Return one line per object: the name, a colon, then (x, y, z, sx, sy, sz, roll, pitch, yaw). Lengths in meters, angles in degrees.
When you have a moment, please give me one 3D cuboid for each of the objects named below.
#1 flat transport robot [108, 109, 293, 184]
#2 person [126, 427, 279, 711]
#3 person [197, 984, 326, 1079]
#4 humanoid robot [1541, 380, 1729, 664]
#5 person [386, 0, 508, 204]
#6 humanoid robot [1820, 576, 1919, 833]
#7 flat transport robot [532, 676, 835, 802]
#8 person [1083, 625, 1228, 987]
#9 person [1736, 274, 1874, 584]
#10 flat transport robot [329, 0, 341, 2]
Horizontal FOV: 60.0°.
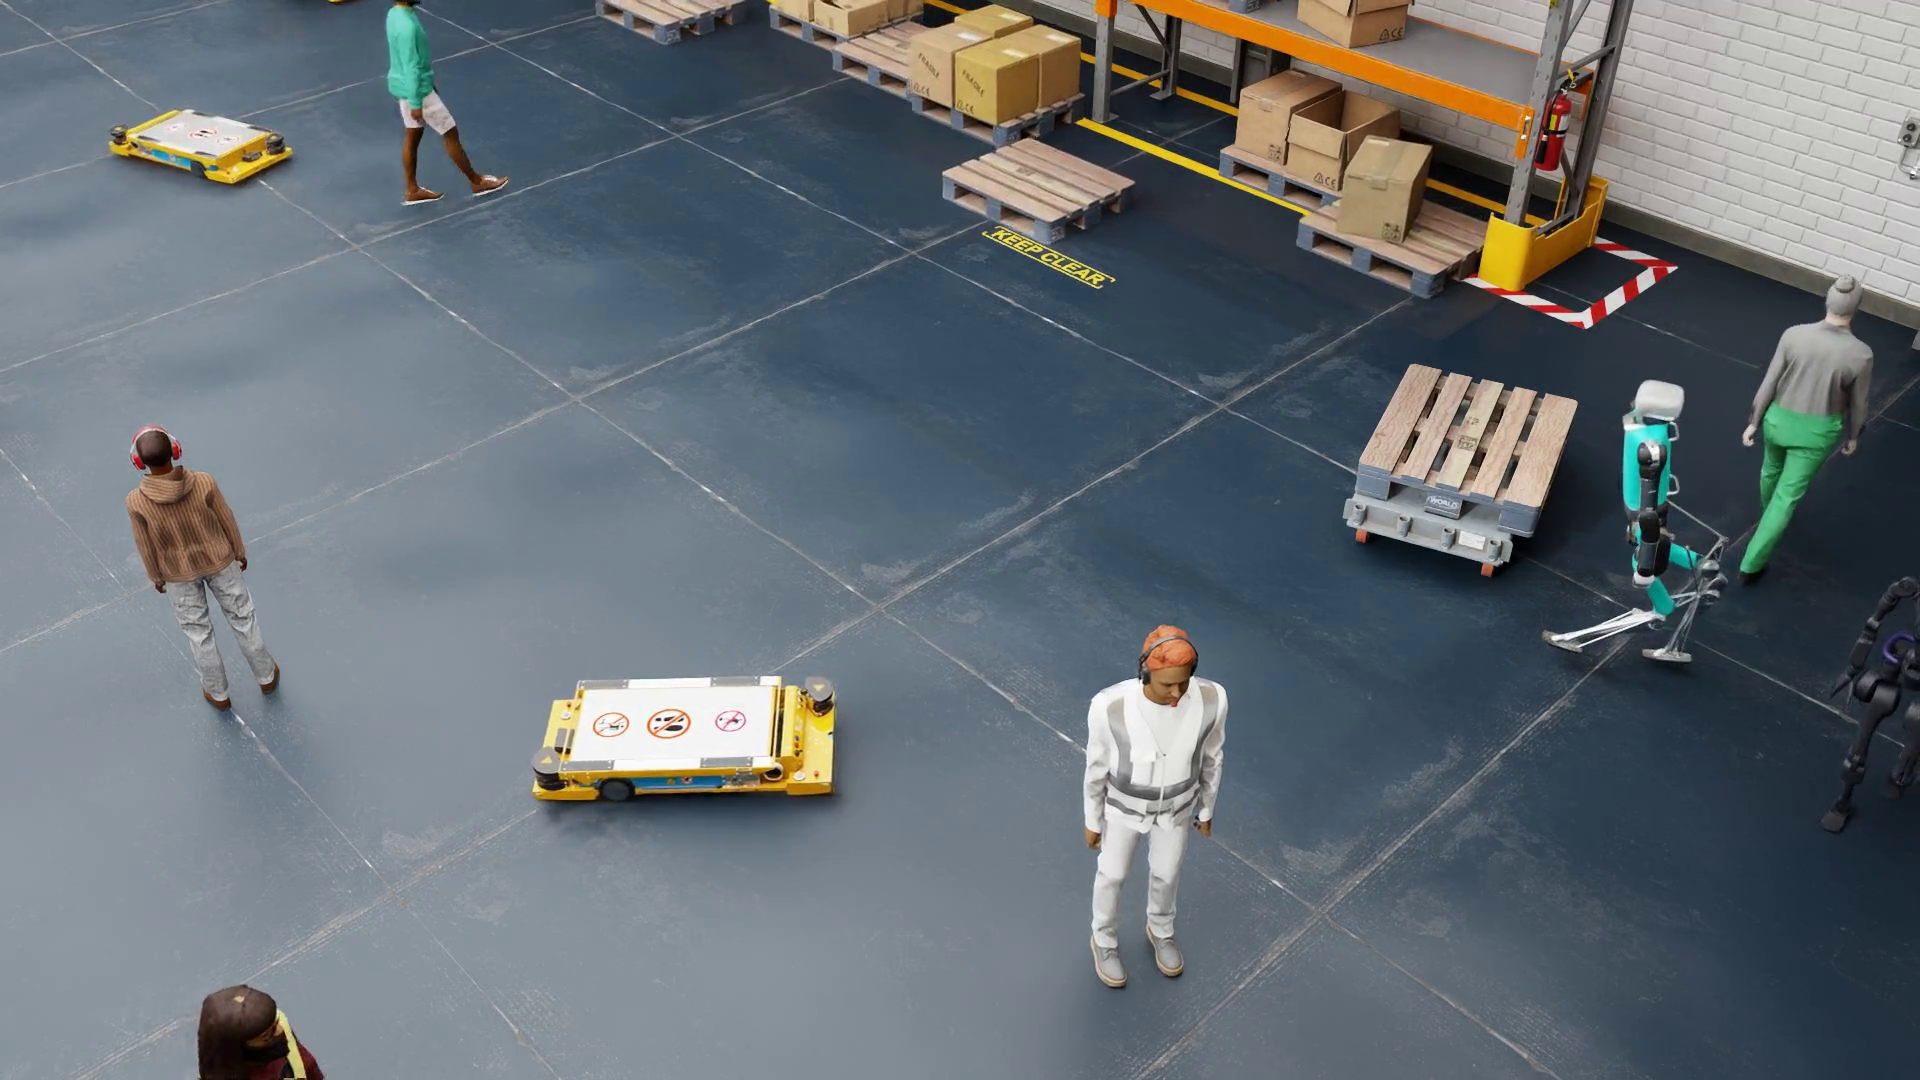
flat transport robot: (-6.366, -3.311, 13.917, 1.431, 0.231, 0.659, 18, 40, 22)
person: (-3.738, 0.151, 8.184, 0.455, 1.651, 0.338, -20, 42, -25)
person: (-2.151, 2.081, 5.544, 0.586, 1.752, 0.500, -1, 37, -2)
humanoid robot: (3.569, 0.006, 8.299, 1.007, 1.713, 0.532, 8, 38, 10)
person: (-4.064, -3.510, 12.892, 0.891, 1.814, 0.535, -18, 40, -22)
humanoid robot: (4.324, 0.638, 7.526, 0.596, 1.637, 0.522, 30, 46, 33)
flat transport robot: (-1.346, 0.982, 8.234, 1.431, 0.231, 0.659, -1, 37, -2)
person: (0.774, 1.089, 6.764, 0.566, 1.878, 0.355, -5, 37, -6)
person: (4.679, -0.667, 9.160, 0.558, 1.787, 0.995, 26, 44, 30)
flat transport robot: (-6.674, -5.955, 17.417, 1.431, 0.231, 0.659, 28, 45, 32)
